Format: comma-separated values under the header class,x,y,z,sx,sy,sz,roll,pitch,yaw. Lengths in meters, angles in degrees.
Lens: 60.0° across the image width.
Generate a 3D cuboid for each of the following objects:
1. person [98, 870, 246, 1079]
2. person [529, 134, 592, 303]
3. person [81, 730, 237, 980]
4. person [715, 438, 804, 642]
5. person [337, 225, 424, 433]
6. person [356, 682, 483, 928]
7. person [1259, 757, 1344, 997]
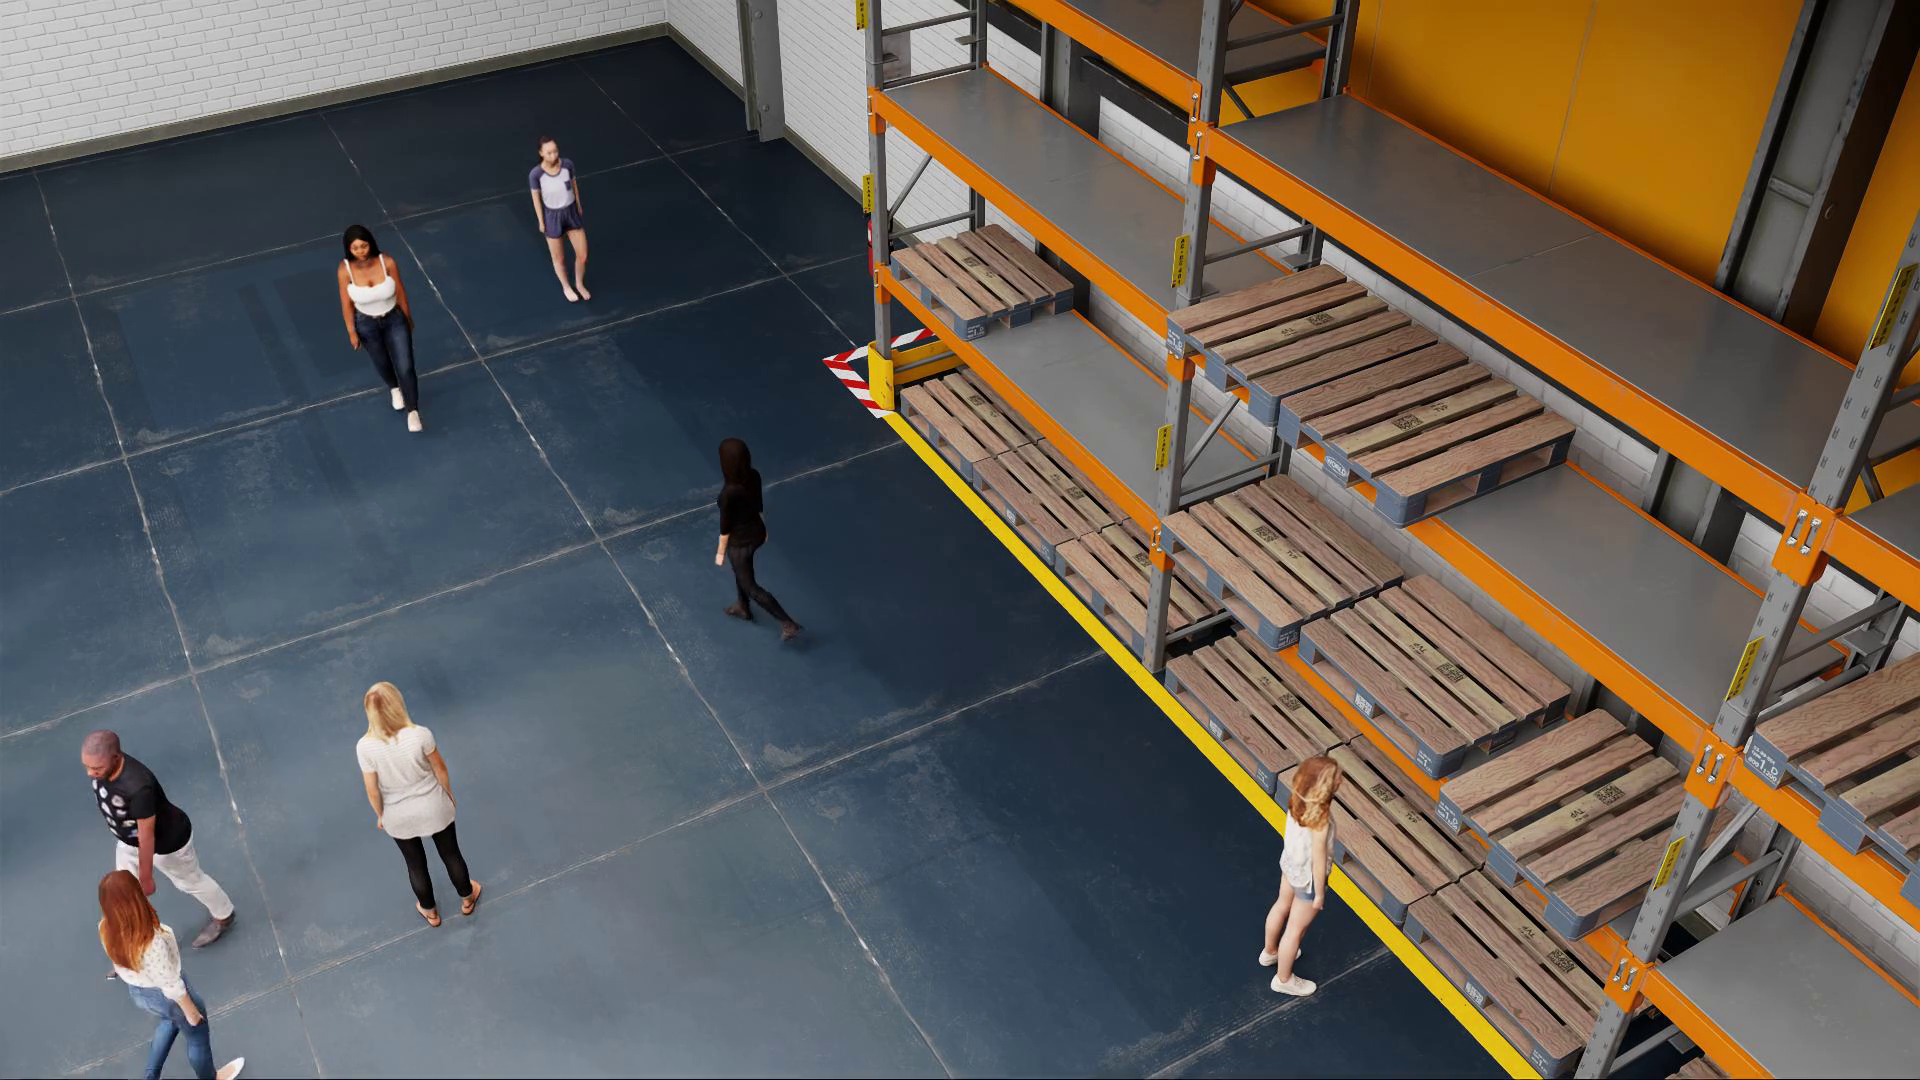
class,x,y,z,sx,sy,sz,roll,pitch,yaw
person,-4.146,2.368,8.489,0.839,1.716,0.860,18,42,22
person,-3.688,-2.957,15.219,0.610,1.639,0.560,-22,43,-25
person,-4.435,1.647,9.344,1.013,1.776,0.974,22,43,25
person,-1.420,0.038,11.480,1.058,1.624,0.907,17,42,20
person,-4.765,-1.809,13.671,0.827,1.776,1.137,-11,40,-13
person,-3.090,1.527,9.456,0.637,1.824,0.575,-13,41,-16
person,1.867,1.830,9.128,0.698,1.759,0.567,-6,39,-7
